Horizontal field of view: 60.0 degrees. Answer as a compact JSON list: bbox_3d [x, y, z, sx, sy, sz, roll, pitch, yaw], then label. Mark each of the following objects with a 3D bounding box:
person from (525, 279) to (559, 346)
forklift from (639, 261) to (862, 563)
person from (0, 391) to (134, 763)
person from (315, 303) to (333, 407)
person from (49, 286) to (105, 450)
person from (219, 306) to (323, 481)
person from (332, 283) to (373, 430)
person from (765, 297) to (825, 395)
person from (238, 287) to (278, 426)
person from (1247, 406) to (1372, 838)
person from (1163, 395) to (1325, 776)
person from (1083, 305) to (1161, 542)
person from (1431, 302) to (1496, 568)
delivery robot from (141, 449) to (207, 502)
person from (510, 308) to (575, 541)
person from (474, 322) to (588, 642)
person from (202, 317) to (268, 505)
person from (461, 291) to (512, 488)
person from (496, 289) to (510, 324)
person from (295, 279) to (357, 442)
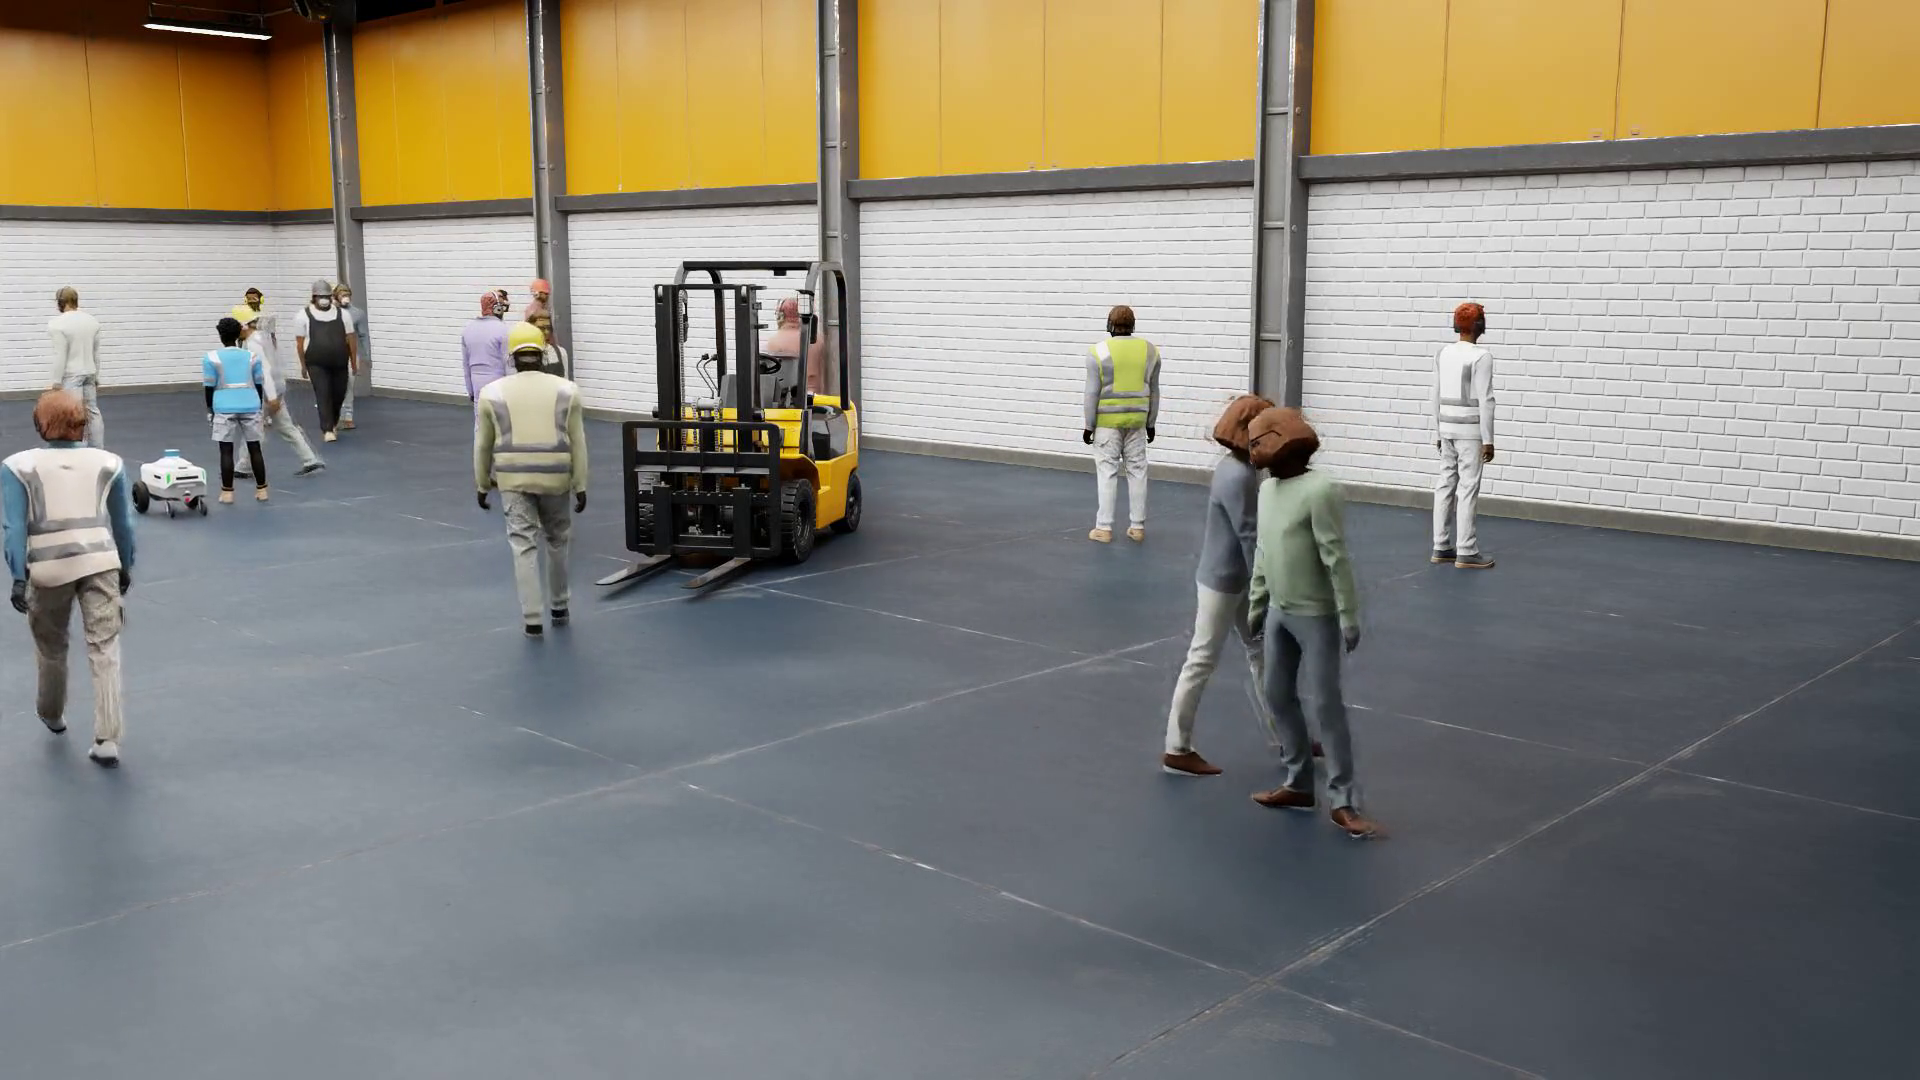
[{"bbox_3d":[-5.763,-2.609,22.977,0.452,1.984,0.640,1,9,4],"label":"person"},{"bbox_3d":[-1.552,-1.040,12.721,1.214,2.155,2.313,2,9,11],"label":"forklift"},{"bbox_3d":[-3.895,0.146,7.280,0.530,1.578,0.890,-7,12,-38],"label":"person"},{"bbox_3d":[-9.715,-2.993,25.508,0.367,1.927,0.590,6,11,31],"label":"person"},{"bbox_3d":[-9.432,-1.734,17.757,0.356,1.936,0.635,2,10,14],"label":"person"},{"bbox_3d":[-6.939,-1.469,16.708,0.952,1.763,0.624,-2,9,-11],"label":"person"},{"bbox_3d":[-8.045,-2.401,21.872,0.661,1.923,0.672,-8,12,-40],"label":"person"},{"bbox_3d":[-1.441,-1.227,14.859,0.646,1.874,0.880,-8,12,-40],"label":"person"},{"bbox_3d":[-9.443,-2.450,22.378,0.520,1.865,0.333,-2,10,-14],"label":"person"},{"bbox_3d":[1.312,0.304,6.304,0.358,1.596,0.658,-4,10,-23],"label":"person"},{"bbox_3d":[1.235,0.207,6.876,0.803,1.600,0.500,2,9,13],"label":"person"},{"bbox_3d":[1.243,-0.903,12.958,0.633,1.842,0.429,-3,10,-18],"label":"person"},{"bbox_3d":[3.598,-0.744,11.853,0.346,1.884,0.584,-4,10,-23],"label":"person"},{"bbox_3d":[-6.802,-0.540,14.379,0.477,0.478,0.707,-9,13,-42],"label":"delivery robot"},{"bbox_3d":[-3.288,-0.914,13.128,0.710,1.843,0.534,7,11,36],"label":"person"},{"bbox_3d":[-2.492,-0.350,9.668,0.623,1.803,0.789,-3,10,-16],"label":"person"},{"bbox_3d":[-6.550,-1.164,15.052,0.537,1.689,0.328,-7,11,-36],"label":"person"},{"bbox_3d":[-4.472,-1.436,16.025,0.646,1.907,0.401,6,11,31],"label":"person"},{"bbox_3d":[-5.518,-2.075,20.042,0.328,1.877,0.509,-2,9,-9],"label":"person"},{"bbox_3d":[-7.894,-2.270,20.727,0.687,2.000,0.918,-6,11,-33],"label":"person"}]
